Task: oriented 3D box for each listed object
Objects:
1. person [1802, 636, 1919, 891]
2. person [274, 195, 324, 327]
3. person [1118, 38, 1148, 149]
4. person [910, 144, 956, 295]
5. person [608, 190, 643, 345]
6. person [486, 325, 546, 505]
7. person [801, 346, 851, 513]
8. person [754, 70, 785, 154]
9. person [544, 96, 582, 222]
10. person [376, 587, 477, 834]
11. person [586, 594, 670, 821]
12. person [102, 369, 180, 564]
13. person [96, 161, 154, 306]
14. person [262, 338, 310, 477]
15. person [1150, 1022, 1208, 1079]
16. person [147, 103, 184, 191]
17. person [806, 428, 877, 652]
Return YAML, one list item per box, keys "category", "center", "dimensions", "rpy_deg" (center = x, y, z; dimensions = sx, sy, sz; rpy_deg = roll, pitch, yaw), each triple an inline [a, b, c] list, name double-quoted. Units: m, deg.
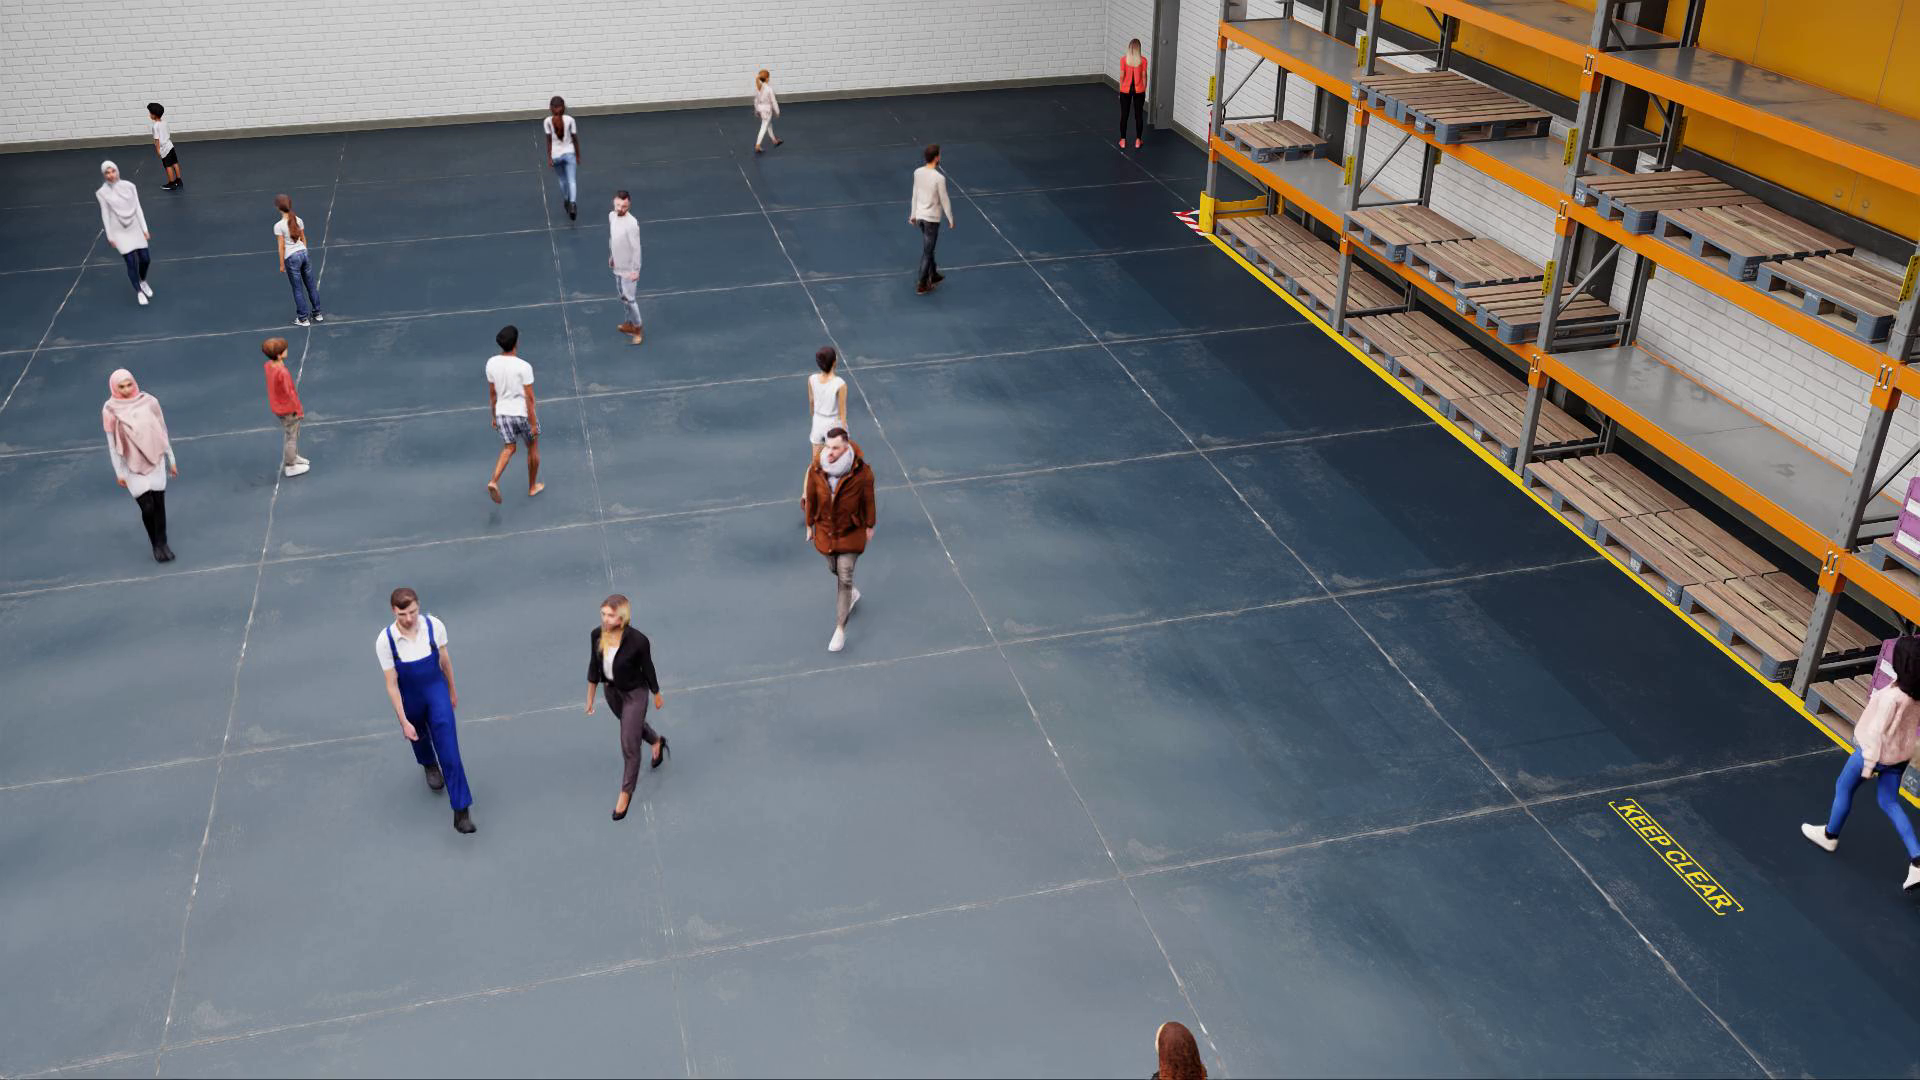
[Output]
- category: "person"
  center: [6.020, 1.456, 10.698]
  dimensions: [0.748, 1.739, 1.163]
  rpy_deg: [-11, 31, -19]
- category: "person"
  center: [-7.838, -3.320, 19.637]
  dimensions: [0.679, 1.563, 0.632]
  rpy_deg: [20, 34, 32]
- category: "person"
  center: [2.742, -7.112, 26.453]
  dimensions: [0.666, 1.693, 0.645]
  rpy_deg: [3, 29, 5]
- category: "person"
  center: [-0.446, -3.907, 20.419]
  dimensions: [0.927, 1.845, 0.969]
  rpy_deg: [23, 36, 36]
- category: "person"
  center: [-3.843, -3.166, 19.097]
  dimensions: [0.956, 1.809, 0.646]
  rpy_deg: [-12, 31, -21]
- category: "person"
  center: [-4.164, -1.107, 15.433]
  dimensions: [0.927, 1.704, 1.054]
  rpy_deg: [8, 30, 15]
- category: "person"
  center: [-1.252, -0.990, 15.342]
  dimensions: [0.939, 1.585, 1.040]
  rpy_deg: [12, 31, 22]
- category: "person"
  center: [-3.097, -6.707, 26.147]
  dimensions: [0.956, 1.275, 0.968]
  rpy_deg: [19, 34, 31]
- category: "person"
  center: [-5.491, -5.272, 23.080]
  dimensions: [0.642, 1.693, 1.083]
  rpy_deg: [-5, 29, -9]
- category: "person"
  center: [-3.691, 1.067, 11.362]
  dimensions: [0.821, 1.785, 1.349]
  rpy_deg: [-15, 32, -25]
- category: "person"
  center: [-2.257, 1.067, 11.527]
  dimensions: [1.000, 1.628, 1.103]
  rpy_deg: [13, 31, 22]
- category: "person"
  center: [-7.162, -0.664, 14.523]
  dimensions: [0.772, 1.797, 0.800]
  rpy_deg: [-24, 37, -37]
- category: "person"
  center: [-10.131, -3.746, 20.206]
  dimensions: [0.734, 1.766, 0.760]
  rpy_deg: [-20, 34, -32]
- category: "person"
  center: [-6.575, -1.264, 16.032]
  dimensions: [0.614, 1.406, 0.696]
  rpy_deg: [23, 36, 36]
- category: "person"
  center: [1.090, 3.005, 8.170]
  dimensions: [0.833, 1.440, 1.038]
  rpy_deg: [-22, 35, -34]
- category: "person"
  center: [-11.732, -5.822, 24.545]
  dimensions: [0.609, 1.256, 0.515]
  rpy_deg: [4, 29, 8]
- category: "person"
  center: [-0.951, -0.094, 13.484]
  dimensions: [1.078, 1.791, 1.264]
  rpy_deg: [8, 30, 14]
